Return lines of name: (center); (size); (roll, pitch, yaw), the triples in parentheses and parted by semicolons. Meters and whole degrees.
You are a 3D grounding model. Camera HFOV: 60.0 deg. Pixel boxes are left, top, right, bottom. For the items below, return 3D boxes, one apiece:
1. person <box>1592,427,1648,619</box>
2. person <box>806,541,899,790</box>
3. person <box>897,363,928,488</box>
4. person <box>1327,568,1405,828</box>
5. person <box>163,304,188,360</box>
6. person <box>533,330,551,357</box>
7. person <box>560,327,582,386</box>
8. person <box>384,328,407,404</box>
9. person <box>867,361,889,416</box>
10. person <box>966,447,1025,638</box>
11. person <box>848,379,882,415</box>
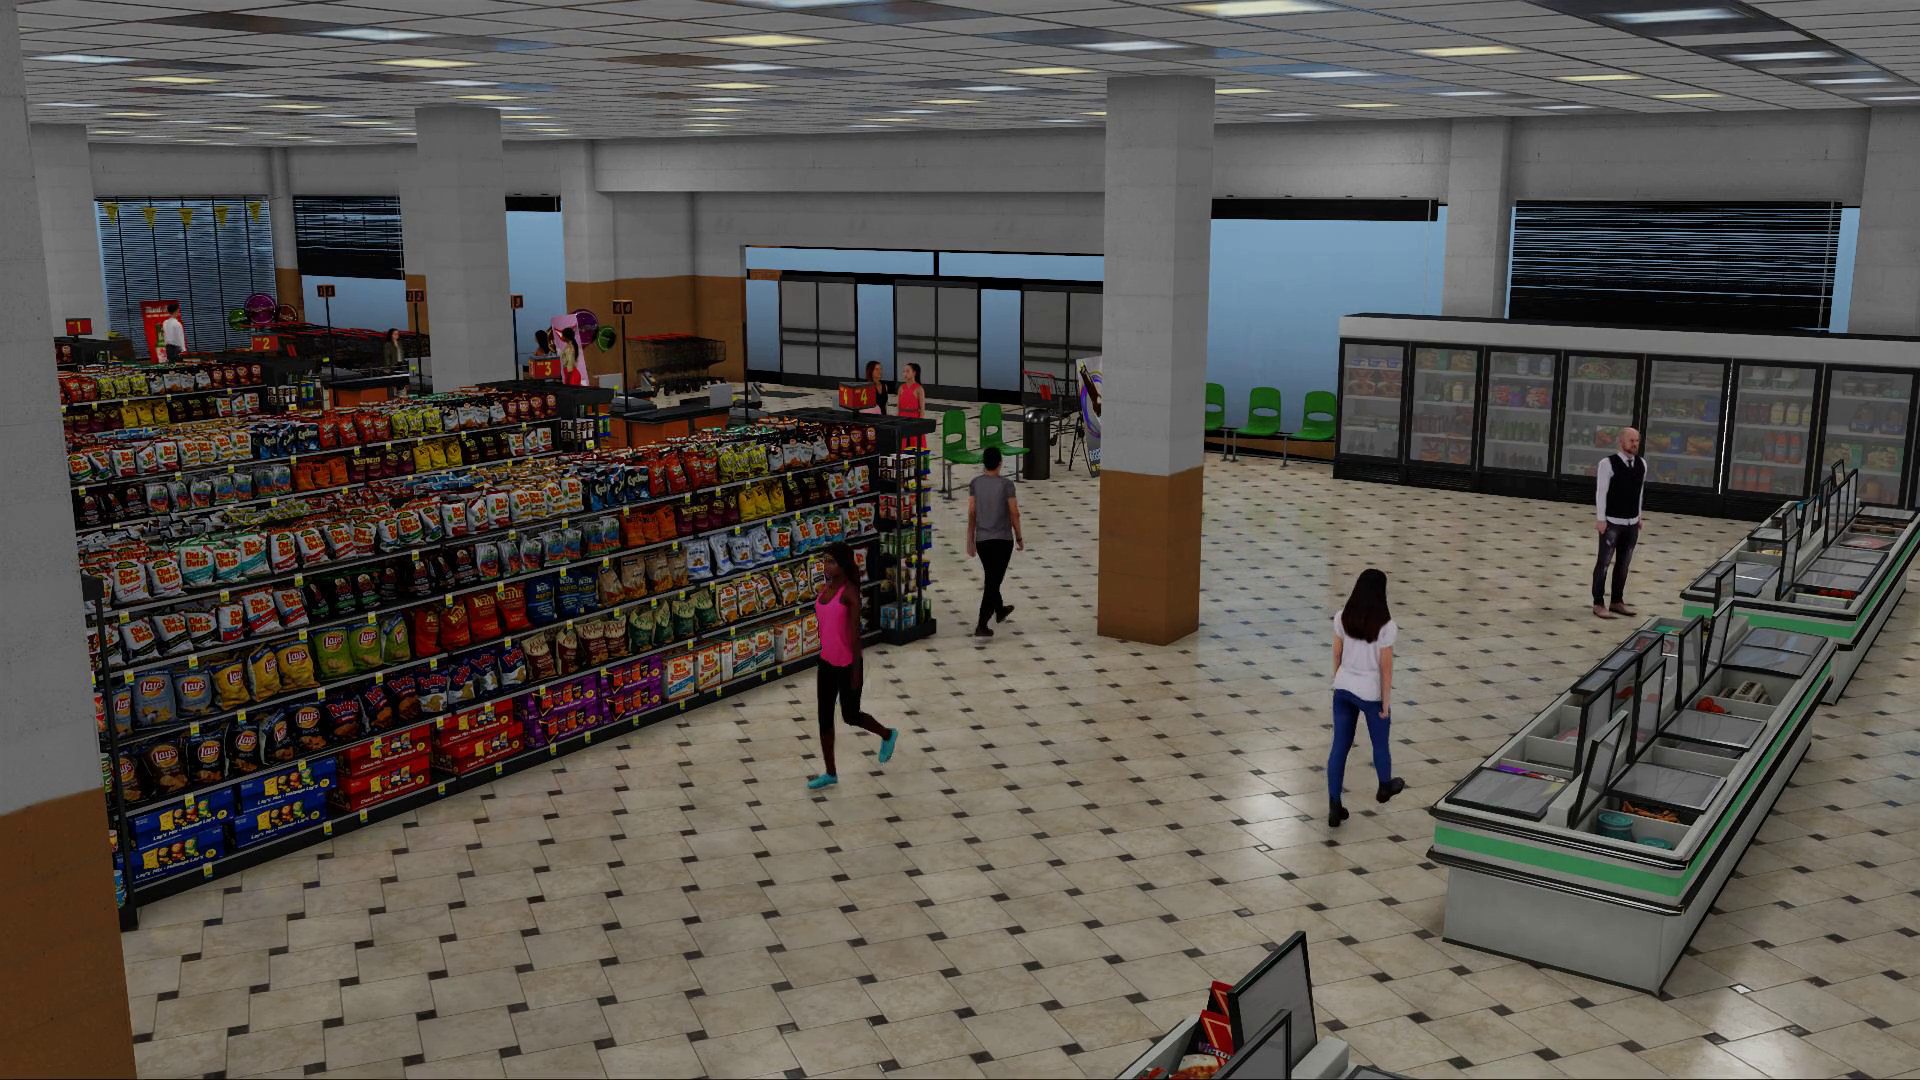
person: (6.320, -0.177, 15.945); (0.742, 1.826, 0.845); (-4, 13, -20)
person: (-0.745, 0.849, 11.367); (1.017, 1.705, 0.681); (-11, 16, -42)
person: (-0.670, -1.570, 22.800); (0.627, 1.727, 0.585); (7, 14, 30)
person: (2.501, 1.046, 10.570); (0.686, 1.647, 1.041); (10, 15, 38)
person: (-15.383, -3.663, 32.431); (0.673, 1.854, 0.710); (6, 13, 26)
person: (-7.279, -2.847, 29.064); (0.785, 1.645, 0.663); (0, 12, 2)
person: (-6.486, -2.662, 27.830); (0.744, 1.792, 0.636); (1, 12, 4)
person: (-10.688, -3.269, 31.477); (0.667, 1.476, 0.480); (6, 13, 28)
person: (-1.113, -1.452, 21.975); (0.668, 1.835, 0.505); (11, 16, 42)
person: (0.271, 0.050, 15.147); (0.686, 1.710, 1.173); (7, 14, 29)
person: (-1.145, -1.046, 20.129); (0.665, 1.802, 0.750); (-3, 12, -16)
